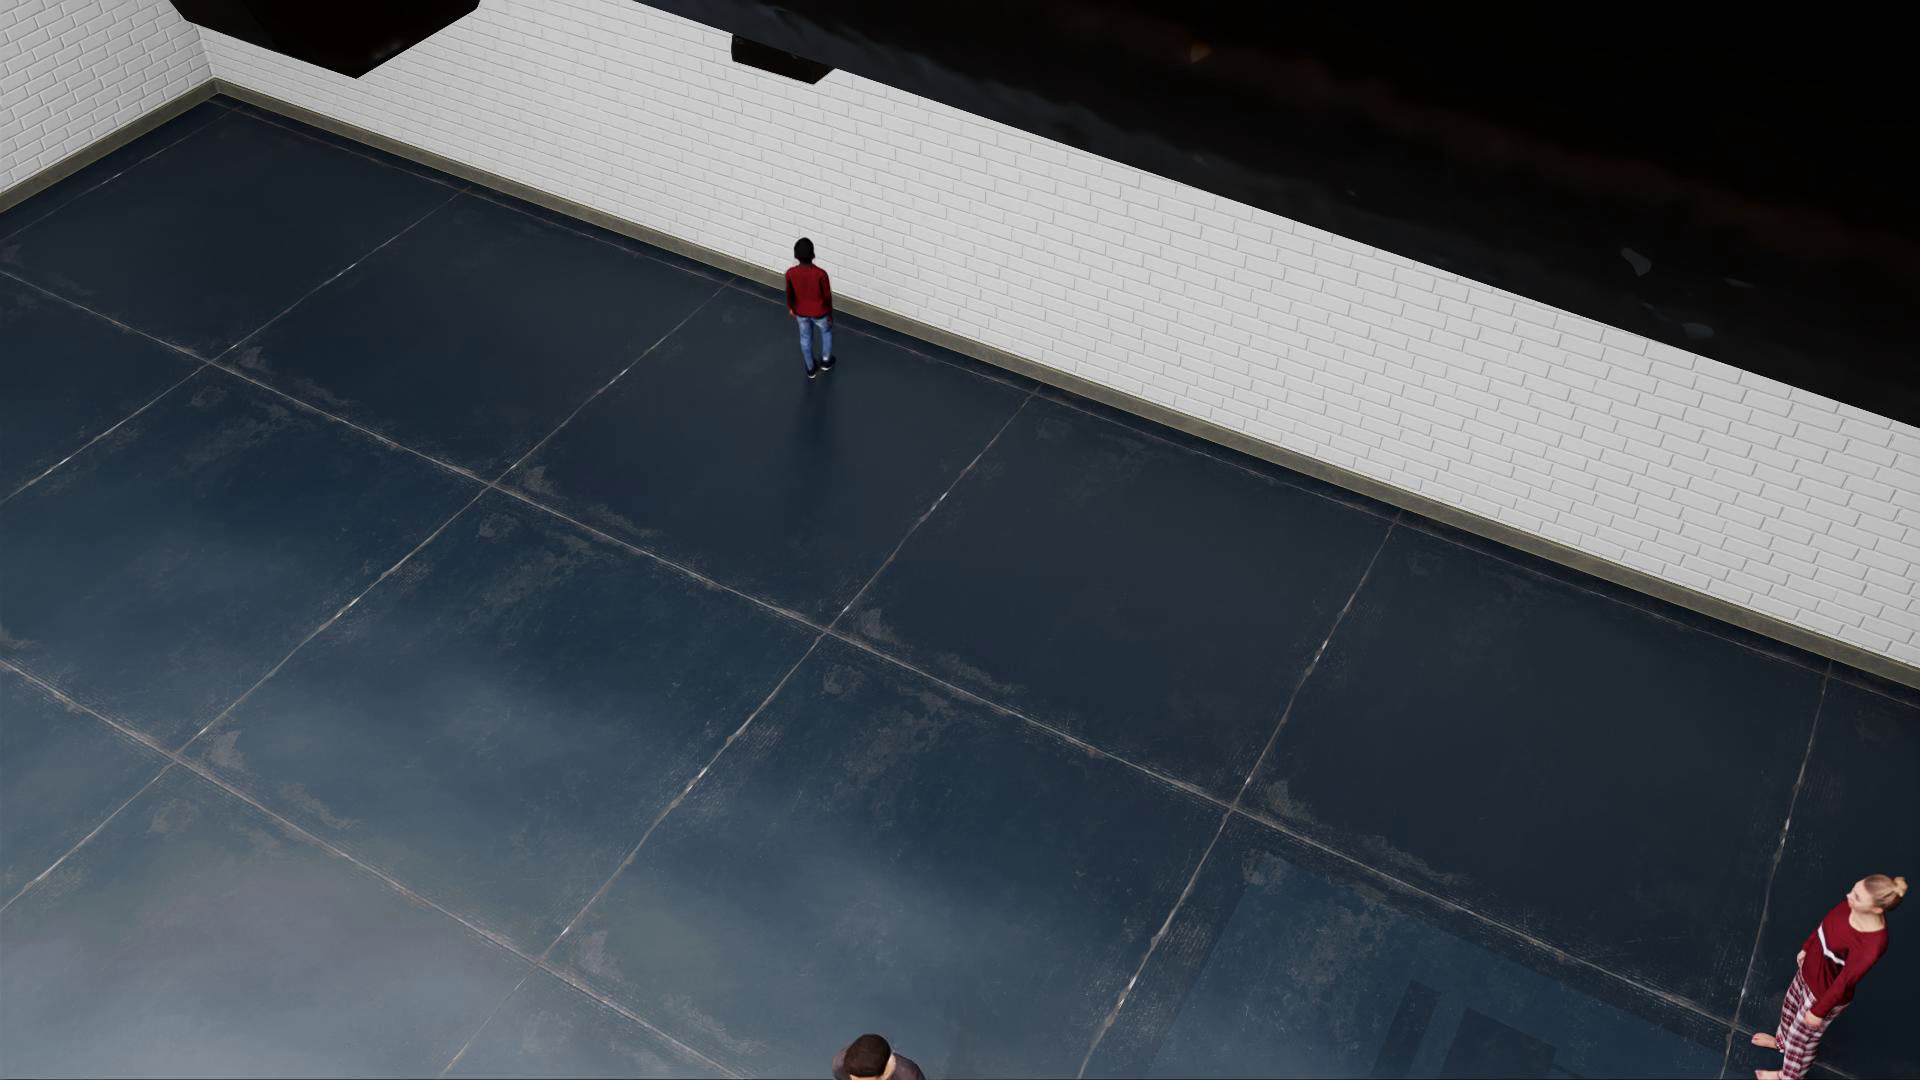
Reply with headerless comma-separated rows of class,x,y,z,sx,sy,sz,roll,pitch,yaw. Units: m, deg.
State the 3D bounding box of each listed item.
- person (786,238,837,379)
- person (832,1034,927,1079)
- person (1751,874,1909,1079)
person,-1.166,-1.774,12.980,0.601,1.247,0.631,4,44,4
person,-0.354,2.686,7.979,0.703,1.687,0.850,14,45,14
person,4.410,2.230,8.451,0.725,1.697,0.559,9,44,10
